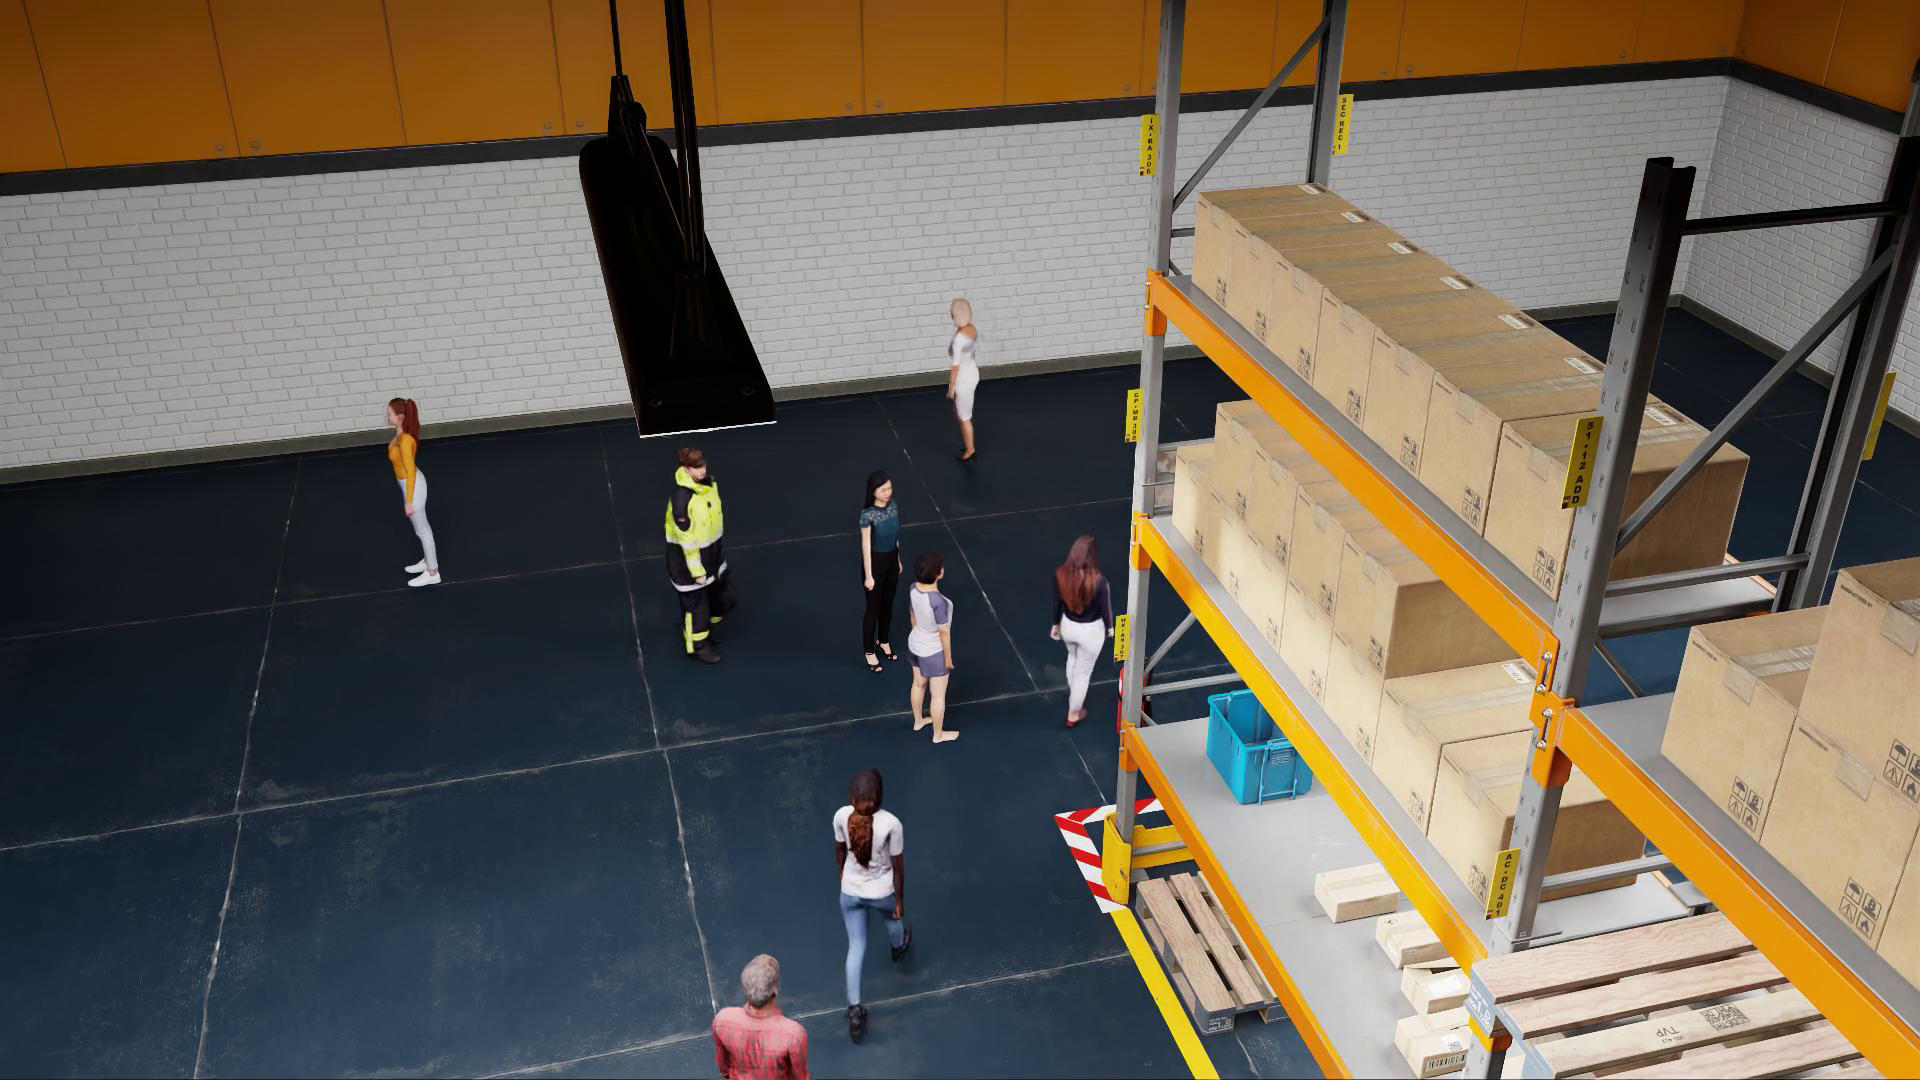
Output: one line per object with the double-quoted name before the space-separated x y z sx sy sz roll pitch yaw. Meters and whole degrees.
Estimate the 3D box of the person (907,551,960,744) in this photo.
"person" -0.220 0.778 12.356 0.697 1.566 0.583 -21 35 -33

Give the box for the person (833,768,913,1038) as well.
"person" -0.559 2.136 9.753 0.960 1.674 1.222 6 29 11

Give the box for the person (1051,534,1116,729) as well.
"person" 0.887 0.717 12.437 0.804 1.596 0.861 17 33 28

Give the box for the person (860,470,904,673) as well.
"person" -0.628 0.227 13.189 0.669 1.736 0.636 20 35 33

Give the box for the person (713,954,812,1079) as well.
"person" -0.988 2.872 8.254 0.833 1.818 0.867 8 30 14

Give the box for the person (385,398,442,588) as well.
"person" -4.728 -0.431 14.379 0.653 1.751 0.507 -9 30 -16

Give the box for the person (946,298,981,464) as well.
"person" 0.121 -1.554 16.452 0.754 1.738 0.677 11 30 19

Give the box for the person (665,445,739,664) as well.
"person" -2.162 0.107 13.176 0.996 1.959 0.918 10 30 17
